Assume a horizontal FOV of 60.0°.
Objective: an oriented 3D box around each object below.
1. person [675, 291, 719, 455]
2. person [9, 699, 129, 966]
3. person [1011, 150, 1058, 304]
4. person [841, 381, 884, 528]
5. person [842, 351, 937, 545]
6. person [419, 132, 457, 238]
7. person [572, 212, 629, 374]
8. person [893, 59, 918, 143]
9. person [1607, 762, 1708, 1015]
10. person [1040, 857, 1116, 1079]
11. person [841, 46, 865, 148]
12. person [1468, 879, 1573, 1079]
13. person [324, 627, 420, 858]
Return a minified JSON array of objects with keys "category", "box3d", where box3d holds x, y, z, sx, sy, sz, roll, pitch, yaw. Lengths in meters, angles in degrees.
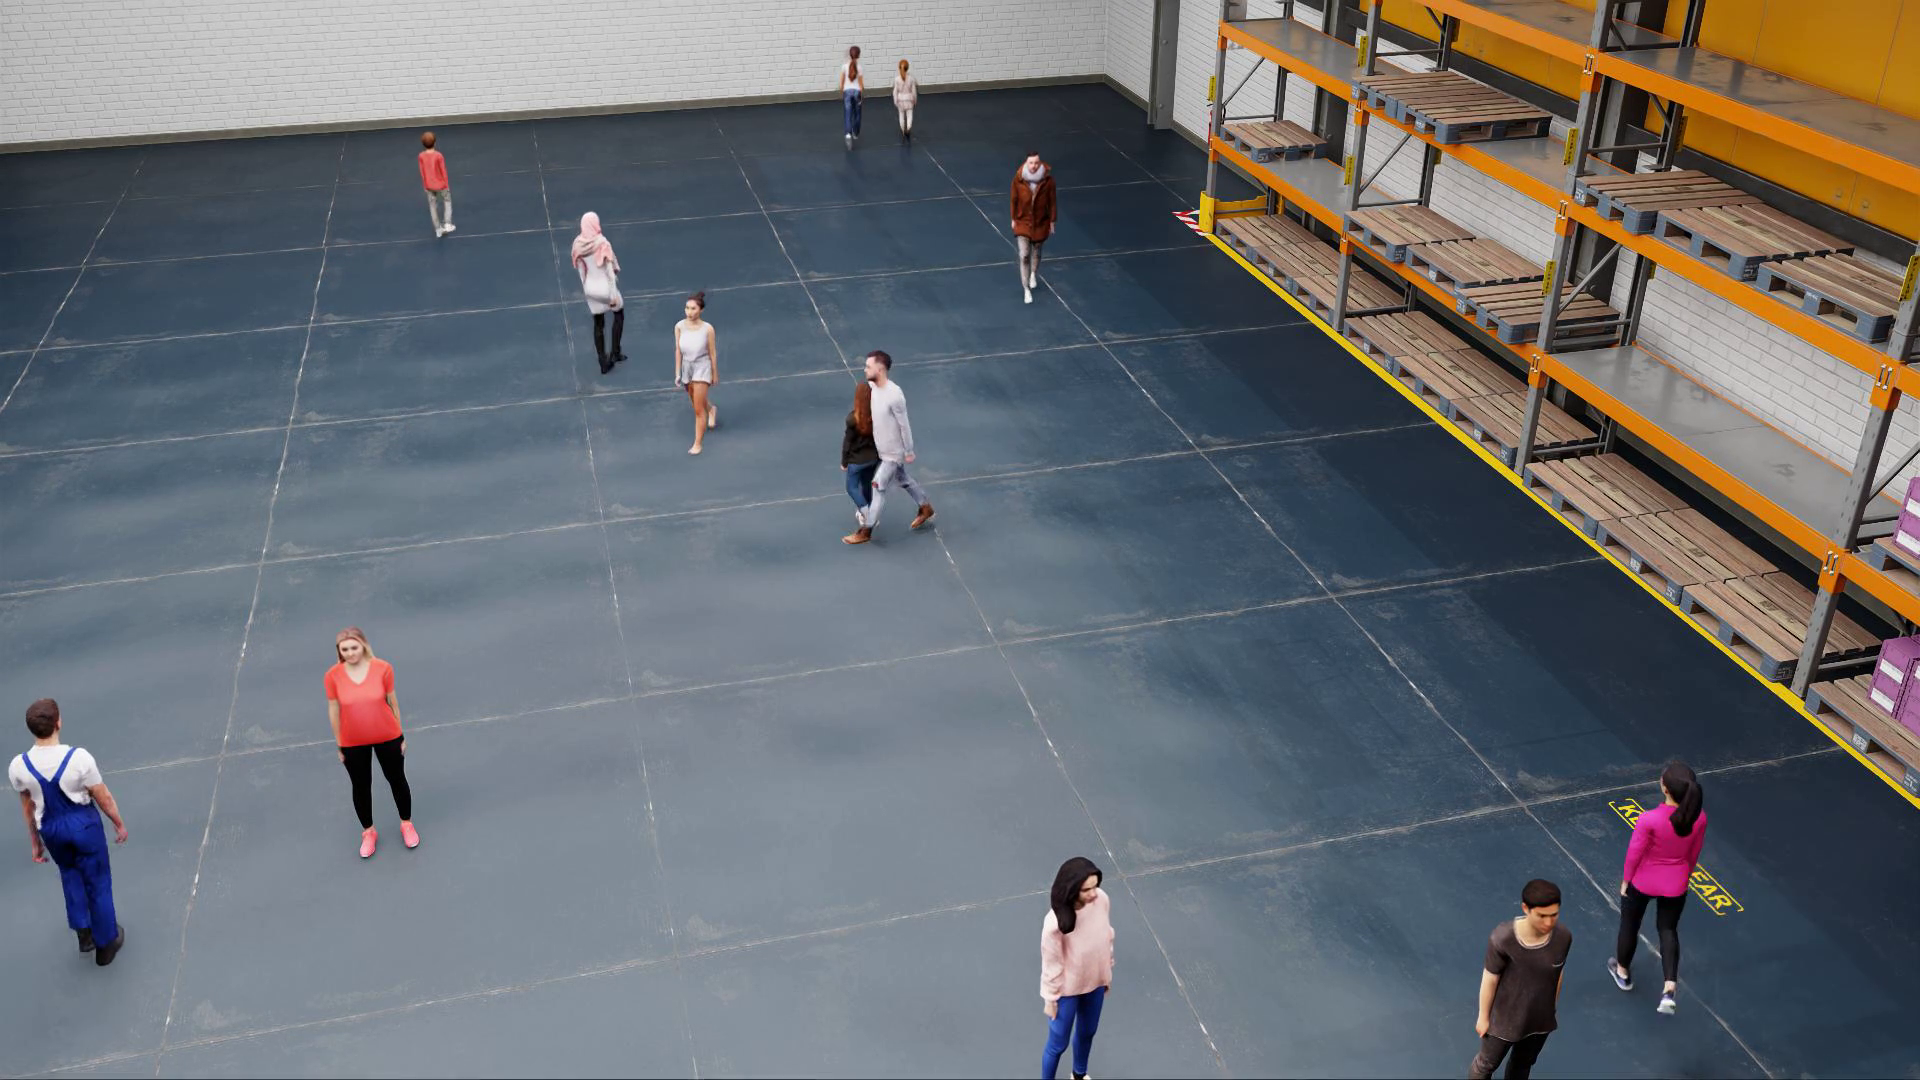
[{"category":"person","box3d":[-2.611,-1.709,16.671,0.931,1.576,1.089,9,30,17]},{"category":"person","box3d":[-5.325,1.815,9.936,0.662,1.838,0.605,-6,29,-11]},{"category":"person","box3d":[0.885,-3.882,20.423,0.849,1.798,1.177,-2,29,-3]},{"category":"person","box3d":[-0.847,-0.722,14.970,0.717,1.471,0.841,-20,34,-32]},{"category":"person","box3d":[-0.548,-0.836,14.851,0.993,1.785,1.223,-16,32,-27]},{"category":"person","box3d":[-7.111,-4.790,22.491,0.613,1.411,0.669,1,29,2]},{"category":"person","box3d":[-3.977,-2.677,18.221,0.784,1.791,0.827,8,30,14]},{"category":"person","box3d":[-0.882,-7.063,26.778,0.687,1.297,0.925,0,29,1]},{"category":"person","box3d":[4.088,2.049,9.662,0.732,1.689,0.961,-1,29,-1]},{"category":"person","box3d":[0.614,2.392,8.953,0.705,1.766,0.680,-20,34,-32]},{"category":"person","box3d":[-1.729,-7.067,26.549,0.756,1.522,1.123,0,29,0]},{"category":"person","box3d":[2.968,2.480,8.843,0.630,1.717,0.568,-5,29,-9]},{"category":"person","box3d":[-3.901,1.313,11.006,0.603,1.694,0.546,-10,30,-18]}]
